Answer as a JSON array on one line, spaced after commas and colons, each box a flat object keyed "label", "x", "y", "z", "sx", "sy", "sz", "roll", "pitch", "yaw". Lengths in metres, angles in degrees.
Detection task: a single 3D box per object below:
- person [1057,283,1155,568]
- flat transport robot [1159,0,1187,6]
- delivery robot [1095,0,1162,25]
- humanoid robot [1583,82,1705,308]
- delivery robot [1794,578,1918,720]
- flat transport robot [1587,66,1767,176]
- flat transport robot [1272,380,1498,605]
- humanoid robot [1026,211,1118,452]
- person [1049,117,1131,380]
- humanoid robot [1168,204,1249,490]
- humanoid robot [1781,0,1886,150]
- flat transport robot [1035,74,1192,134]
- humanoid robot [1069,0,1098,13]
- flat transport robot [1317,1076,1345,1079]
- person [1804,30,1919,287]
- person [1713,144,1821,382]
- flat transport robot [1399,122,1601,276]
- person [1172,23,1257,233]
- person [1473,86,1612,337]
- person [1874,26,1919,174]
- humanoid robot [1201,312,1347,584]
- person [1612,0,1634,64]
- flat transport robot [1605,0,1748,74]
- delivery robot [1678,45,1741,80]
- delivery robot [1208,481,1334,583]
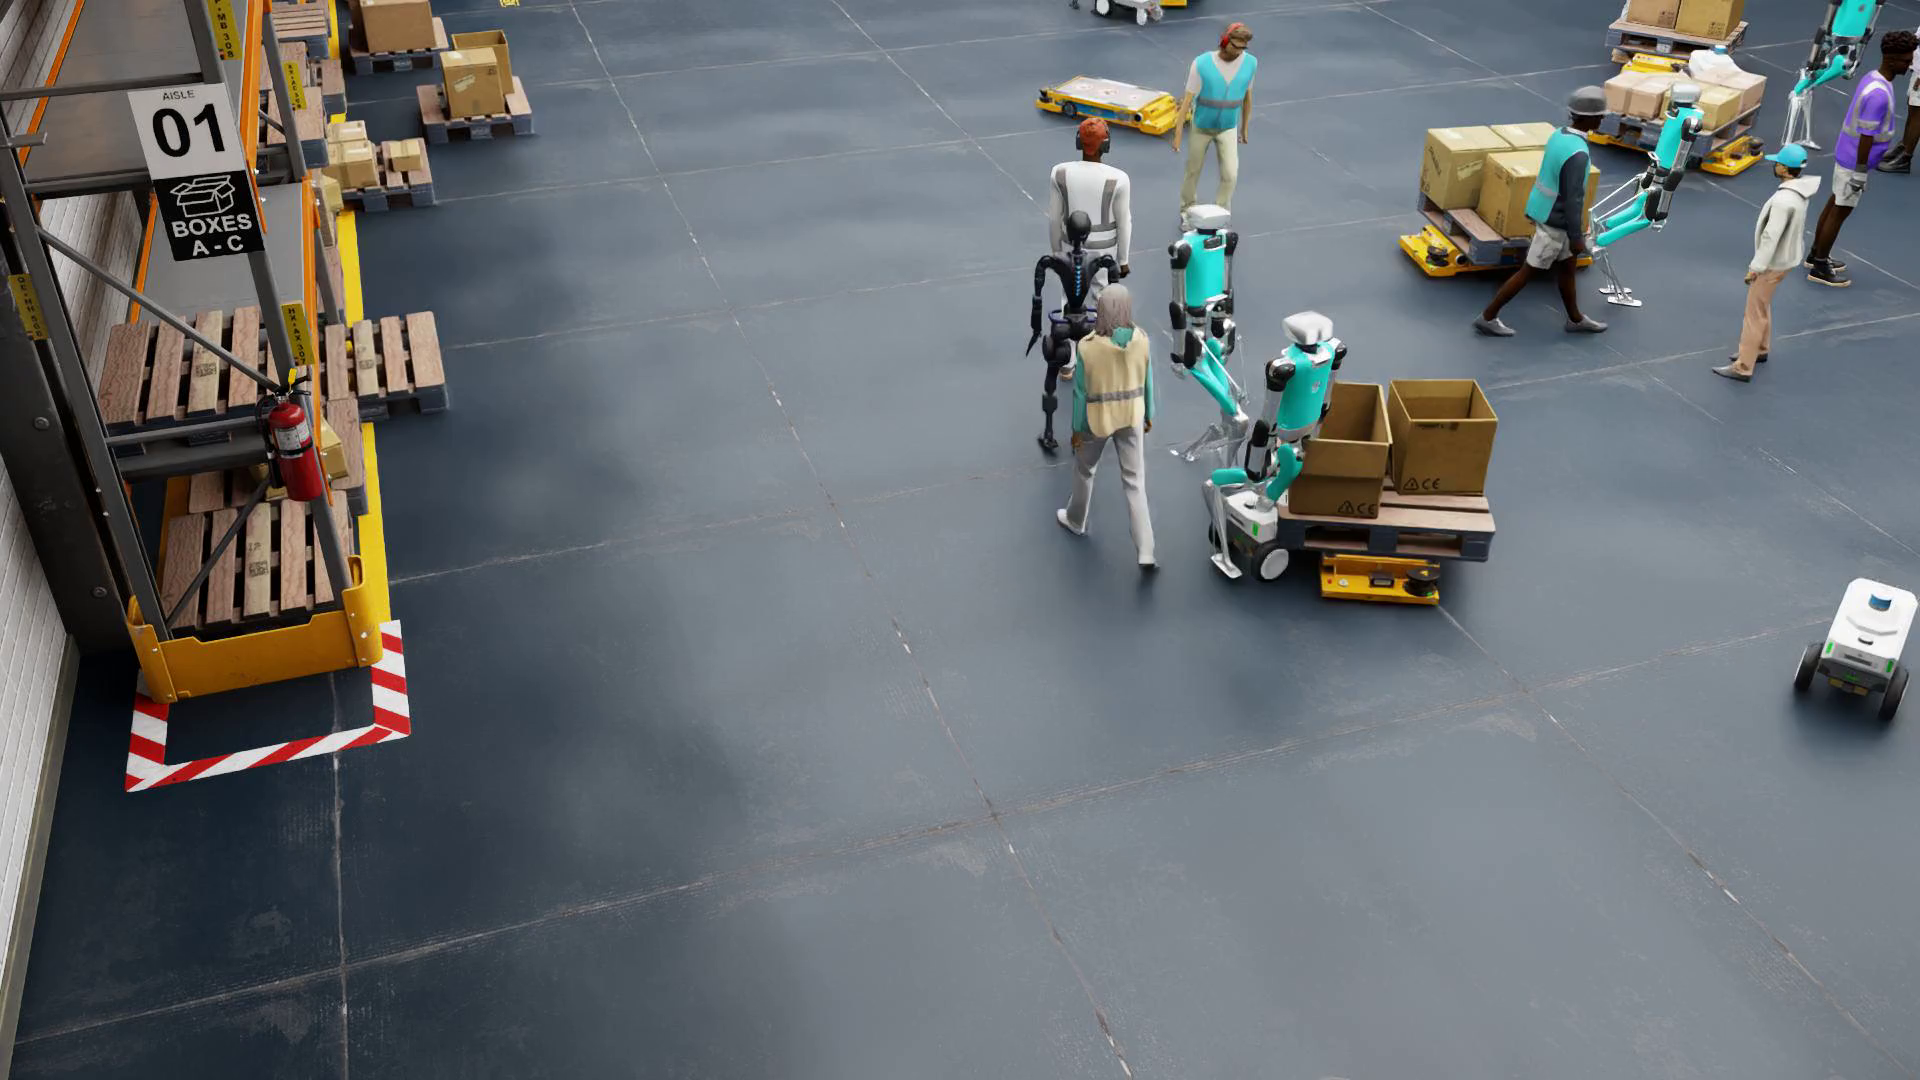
[{"label": "person", "x": 0.899, "y": -0.645, "z": 9.558, "sx": 0.512, "sy": 1.678, "sz": 0.781, "roll": -8, "pitch": 34, "yaw": -13}, {"label": "flat transport robot", "x": 2.390, "y": -6.788, "z": 20.269, "sx": 0.659, "sy": 0.231, "sz": 1.431, "roll": 2, "pitch": 33, "yaw": 2}, {"label": "delivery robot", "x": 1.979, "y": -6.327, "z": 19.317, "sx": 0.499, "sy": 0.614, "sz": 0.812, "roll": -28, "pitch": 42, "yaw": -35}, {"label": "humanoid robot", "x": 4.974, "y": -2.564, "z": 12.327, "sx": 0.735, "sy": 1.674, "sz": 0.533, "roll": 3, "pitch": 33, "yaw": 5}, {"label": "delivery robot", "x": 4.779, "y": 0.526, "z": 8.769, "sx": 0.499, "sy": 0.572, "sz": 0.747, "roll": 20, "pitch": 38, "yaw": 28}, {"label": "flat transport robot", "x": 6.706, "y": -3.747, "z": 15.605, "sx": 1.431, "sy": 0.231, "sz": 0.659, "roll": 28, "pitch": 42, "yaw": 36}, {"label": "flat transport robot", "x": 2.467, "y": -0.096, "z": 10.005, "sx": 0.659, "sy": 0.231, "sz": 1.431, "roll": 4, "pitch": 33, "yaw": 6}, {"label": "humanoid robot", "x": 0.722, "y": -1.308, "z": 10.567, "sx": 0.592, "sy": 1.651, "sz": 0.333, "roll": -1, "pitch": 33, "yaw": -2}, {"label": "person", "x": 0.888, "y": -1.964, "z": 11.390, "sx": 0.572, "sy": 1.887, "sz": 0.354, "roll": 12, "pitch": 35, "yaw": 18}, {"label": "humanoid robot", "x": 1.651, "y": -1.103, "z": 10.239, "sx": 0.567, "sy": 1.768, "sz": 0.924, "roll": -19, "pitch": 38, "yaw": -26}, {"label": "humanoid robot", "x": 7.978, "y": -4.469, "z": 15.344, "sx": 0.541, "sy": 1.754, "sz": 0.714, "roll": -5, "pitch": 33, "yaw": -7}, {"label": "flat transport robot", "x": 1.521, "y": -4.325, "z": 16.492, "sx": 1.431, "sy": 0.231, "sz": 0.659, "roll": 21, "pitch": 39, "yaw": 29}, {"label": "humanoid robot", "x": 1.510, "y": -6.949, "z": 19.245, "sx": 0.614, "sy": 1.646, "sz": 0.534, "roll": -5, "pitch": 33, "yaw": -8}, {"label": "flat transport robot", "x": 1.649, "y": 2.566, "z": 5.923, "sx": 0.659, "sy": 0.231, "sz": 1.431, "roll": 1, "pitch": 33, "yaw": 1}, {"label": "person", "x": 6.942, "y": -2.951, "z": 12.833, "sx": 0.368, "sy": 1.964, "sz": 0.607, "roll": 13, "pitch": 35, "yaw": 19}, {"label": "person", "x": 5.603, "y": -1.930, "z": 11.548, "sx": 0.418, "sy": 1.655, "sz": 0.522, "roll": 20, "pitch": 38, "yaw": 28}, {"label": "flat transport robot", "x": 4.381, "y": -2.400, "z": 13.539, "sx": 1.431, "sy": 0.231, "sz": 0.659, "roll": -5, "pitch": 33, "yaw": -8}, {"label": "person", "x": 2.036, "y": -3.313, "z": 13.541, "sx": 0.719, "sy": 1.794, "sz": 0.741, "roll": -5, "pitch": 33, "yaw": -8}, {"label": "person", "x": 4.304, "y": -2.328, "z": 11.947, "sx": 0.994, "sy": 1.887, "sz": 0.591, "roll": 4, "pitch": 33, "yaw": 6}, {"label": "person", "x": 8.595, "y": -4.241, "z": 14.845, "sx": 0.371, "sy": 1.930, "sz": 0.542, "roll": 14, "pitch": 36, "yaw": 20}, {"label": "humanoid robot", "x": 1.667, "y": -0.505, "z": 9.355, "sx": 0.530, "sy": 1.837, "sz": 0.795, "roll": -22, "pitch": 39, "yaw": -30}, {"label": "person", "x": 7.237, "y": -6.017, "z": 17.618, "sx": 0.334, "sy": 1.875, "sz": 0.468, "roll": 12, "pitch": 35, "yaw": 17}, {"label": "flat transport robot", "x": 7.623, "y": -5.193, "z": 17.823, "sx": 0.659, "sy": 0.231, "sz": 1.431, "roll": 20, "pitch": 38, "yaw": 28}, {"label": "delivery robot", "x": 7.603, "y": -4.695, "z": 16.781, "sx": 0.499, "sy": 0.576, "sz": 0.768, "roll": 3, "pitch": 33, "yaw": 5}, {"label": "delivery robot", "x": 1.894, "y": -0.137, "z": 9.799, "sx": 0.773, "sy": 0.586, "sz": 0.499, "roll": -17, "pitch": 37, "yaw": -24}]
